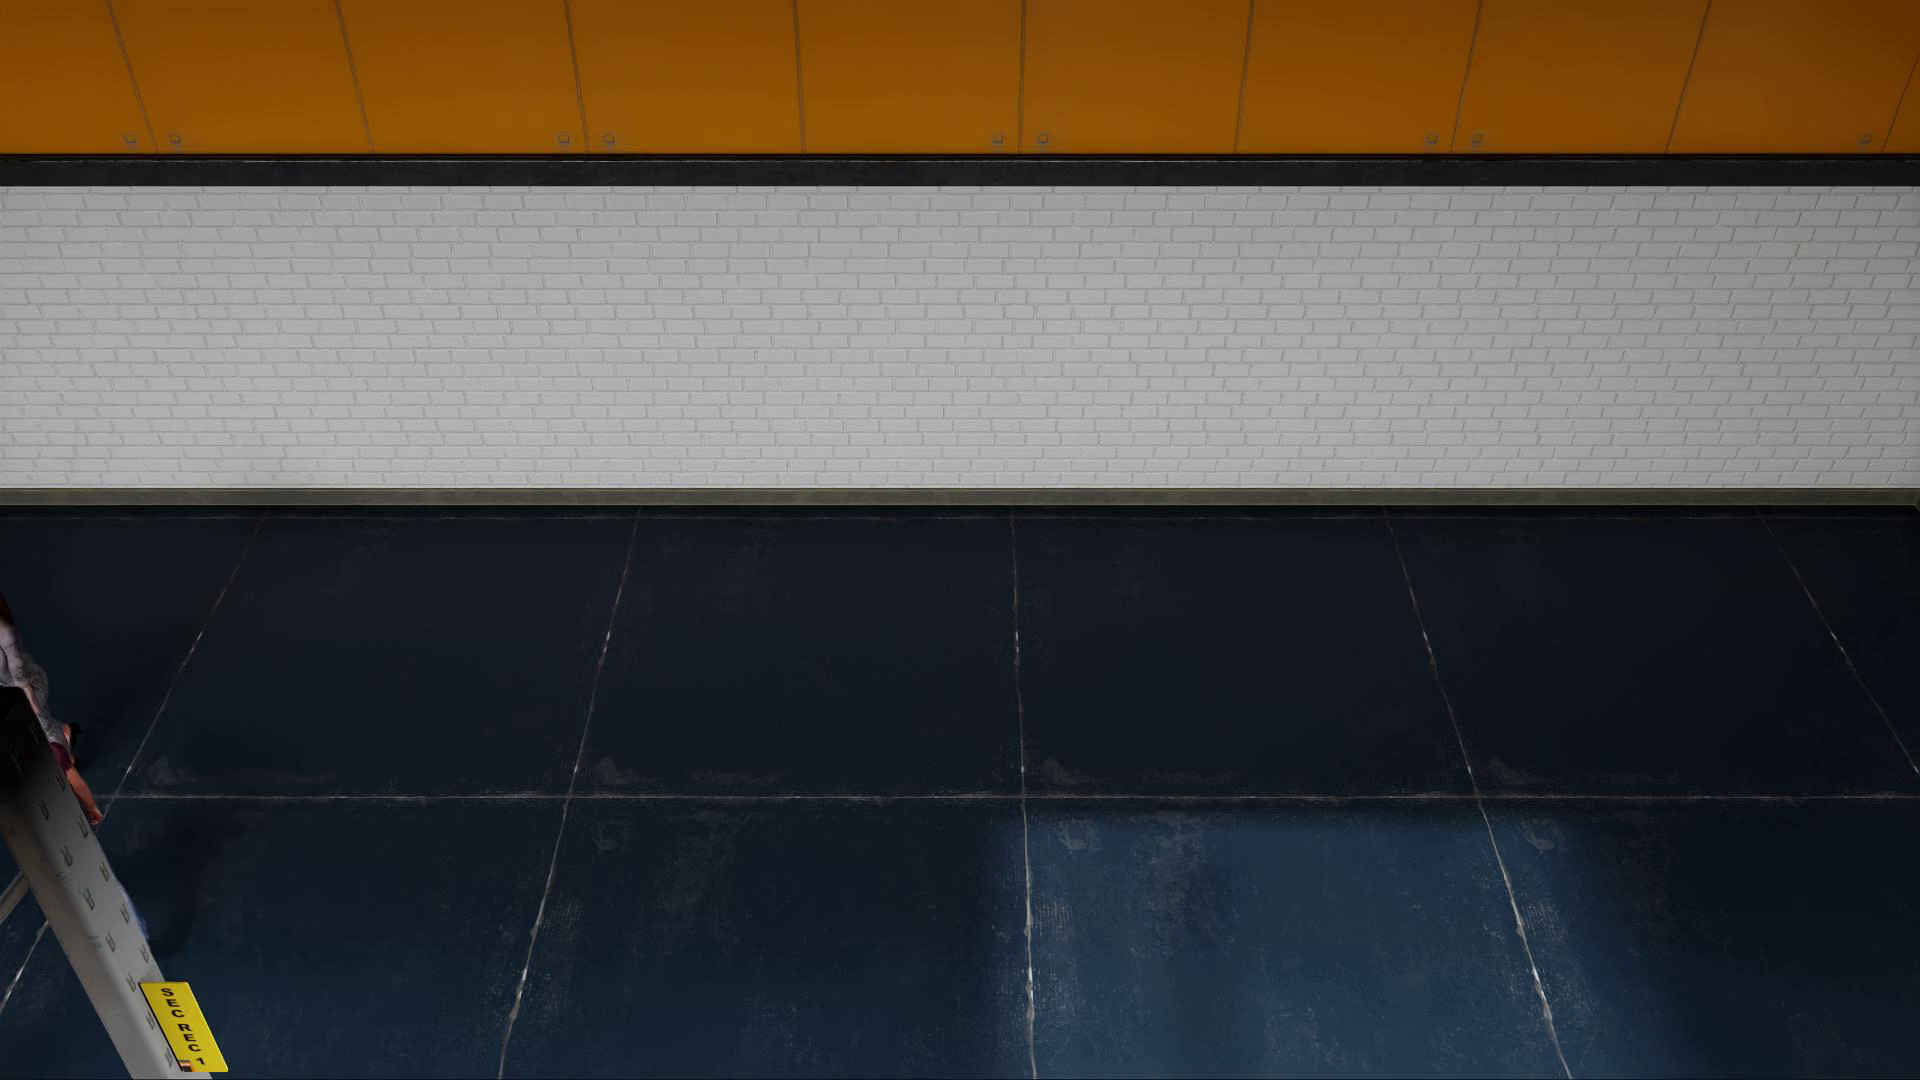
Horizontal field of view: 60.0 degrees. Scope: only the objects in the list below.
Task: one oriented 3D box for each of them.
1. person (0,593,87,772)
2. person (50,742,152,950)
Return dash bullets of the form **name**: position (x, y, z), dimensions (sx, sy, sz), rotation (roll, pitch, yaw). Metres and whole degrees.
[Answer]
- **person**: position (-5.928, 0.886, 10.644), dimensions (0.785, 1.661, 0.829), rotation (19, 43, 23)
- **person**: position (-5.103, 1.731, 9.463), dimensions (1.160, 1.814, 1.141), rotation (27, 46, 30)
